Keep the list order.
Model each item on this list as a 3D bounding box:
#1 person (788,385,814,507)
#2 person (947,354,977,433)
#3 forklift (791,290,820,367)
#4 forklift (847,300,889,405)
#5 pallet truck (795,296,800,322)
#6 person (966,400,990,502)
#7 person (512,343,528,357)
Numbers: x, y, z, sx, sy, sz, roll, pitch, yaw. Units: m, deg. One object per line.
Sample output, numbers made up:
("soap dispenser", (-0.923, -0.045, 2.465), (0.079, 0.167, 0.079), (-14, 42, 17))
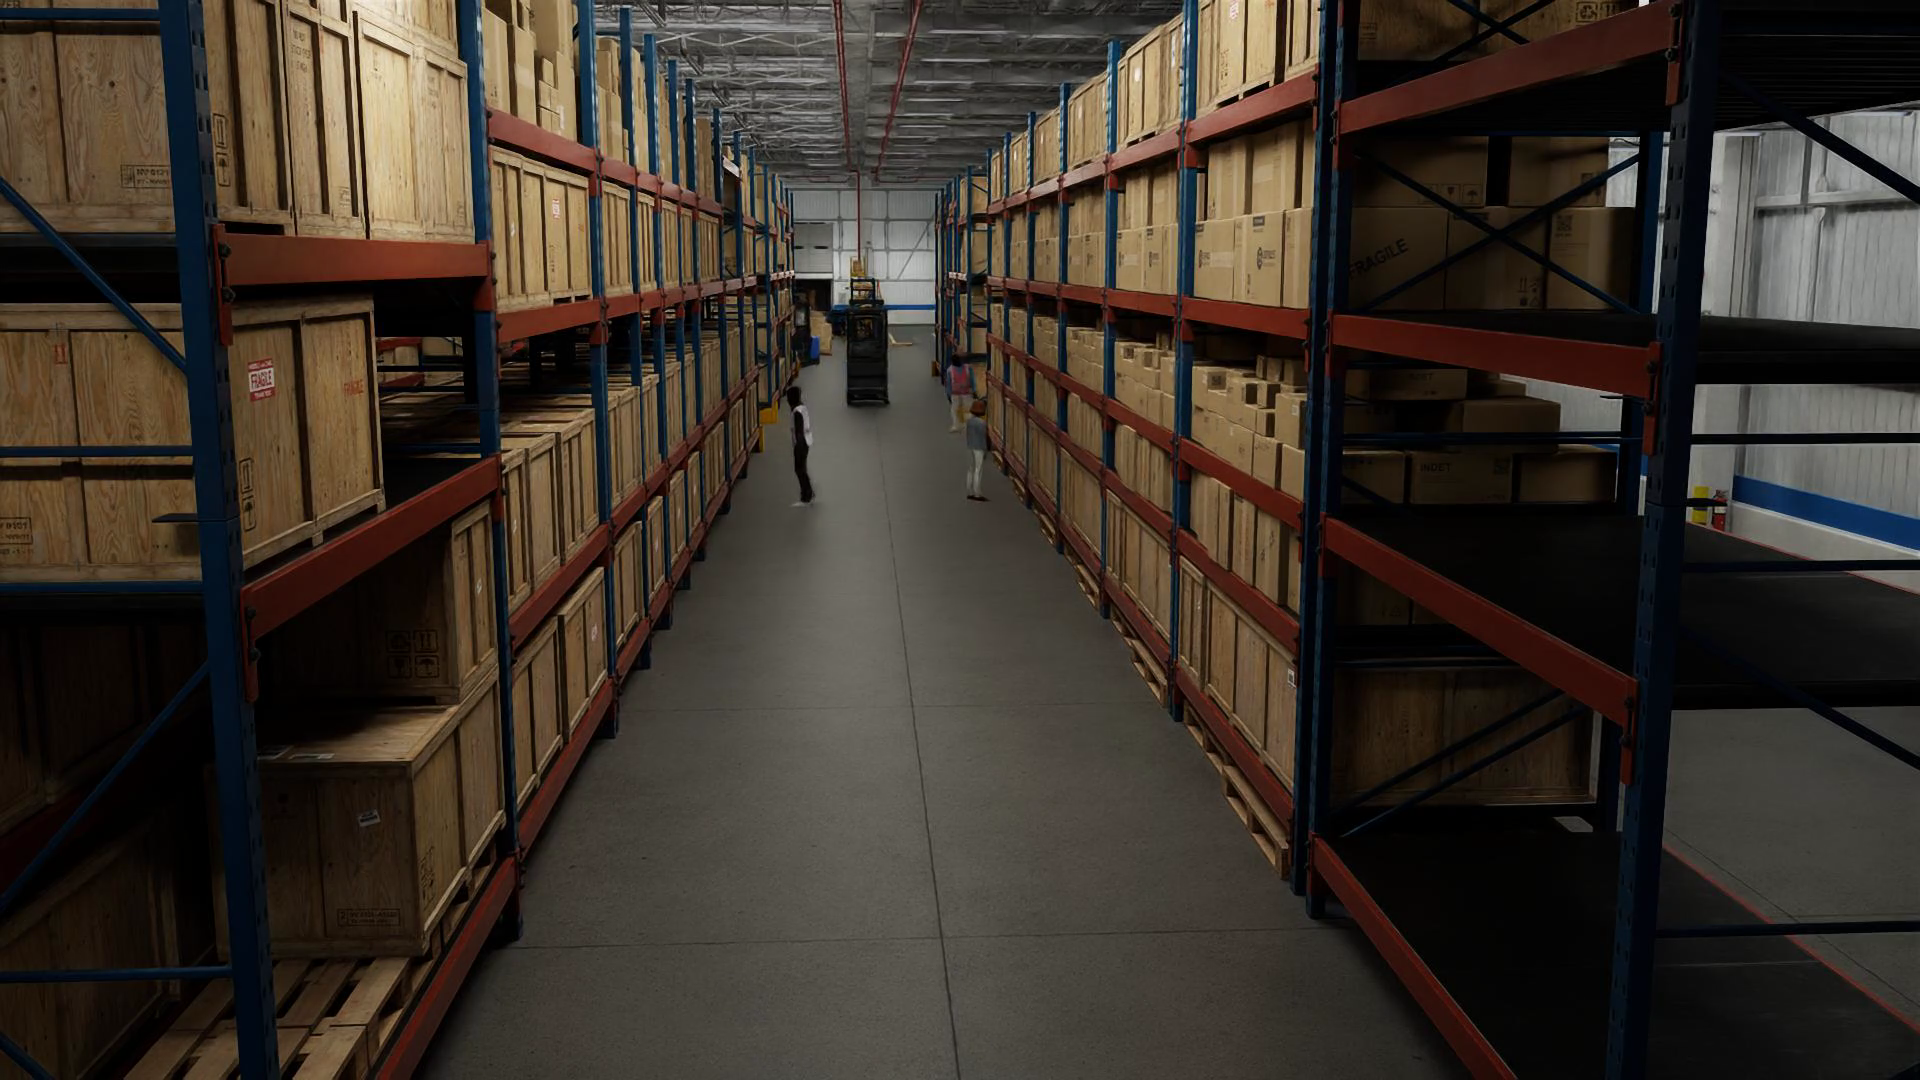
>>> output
("person", (-2.504, -1.483, 26.229), (0.390, 1.917, 0.608), (0, 10, -2))
("person", (0.052, -3.256, 37.160), (0.706, 1.811, 0.432), (1, 10, 3))
("forklift", (-5.925, -7.764, 60.843), (1.129, 2.768, 1.873), (2, 10, 14))
("forklift", (-2.510, -5.107, 44.973), (1.129, 2.768, 1.873), (-1, 10, -3))
("pallet truck", (-8.622, -12.439, 91.403), (1.885, 1.965, 0.823), (2, 10, 13))
("person", (0.282, -1.433, 26.748), (0.276, 1.631, 0.507), (-5, 11, -29))
("person", (-10.122, -3.634, 38.903), (0.660, 1.978, 1.061), (3, 10, 19))
